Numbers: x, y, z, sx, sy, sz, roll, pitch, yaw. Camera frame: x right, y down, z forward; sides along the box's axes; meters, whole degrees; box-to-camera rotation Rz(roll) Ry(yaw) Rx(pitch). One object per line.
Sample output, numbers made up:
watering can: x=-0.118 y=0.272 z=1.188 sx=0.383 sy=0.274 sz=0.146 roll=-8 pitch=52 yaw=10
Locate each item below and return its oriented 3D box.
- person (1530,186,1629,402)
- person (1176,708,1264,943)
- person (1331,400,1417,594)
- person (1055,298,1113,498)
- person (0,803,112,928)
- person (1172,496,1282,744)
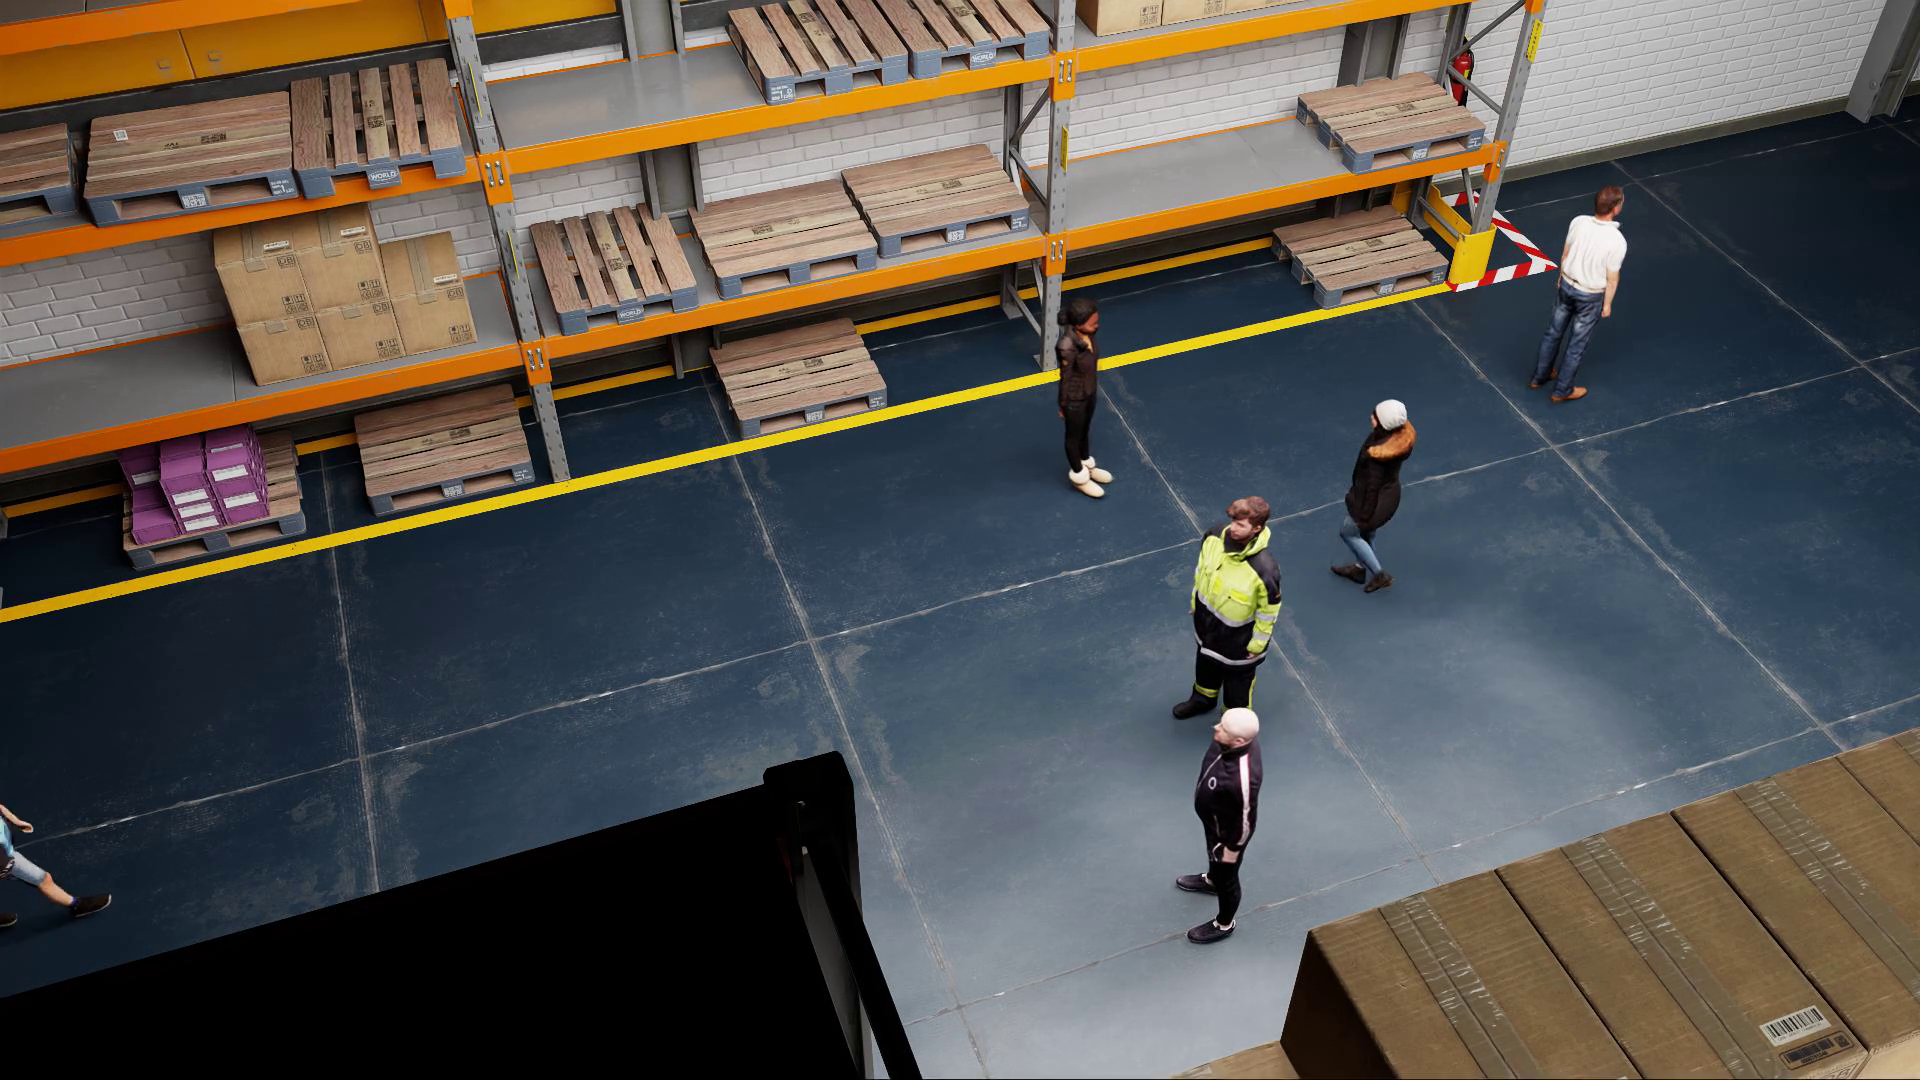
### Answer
person: x=4.773 y=-1.903 z=12.805 sx=0.652 sy=1.856 sz=0.710 roll=-24 pitch=49 yaw=-23
person: x=1.487 y=1.548 z=9.197 sx=0.703 sy=1.836 sz=0.749 roll=-1 pitch=44 yaw=-1
person: x=2.873 y=-0.266 z=11.254 sx=0.858 sy=1.627 sz=0.798 roll=24 pitch=49 yaw=23
person: x=0.857 y=-1.058 z=12.060 sx=0.753 sy=1.660 sz=0.809 roll=-7 pitch=44 yaw=-7
person: x=-5.471 y=1.746 z=9.301 sx=0.987 sy=1.406 sz=0.549 roll=-15 pitch=46 yaw=-15
person: x=1.676 y=0.476 z=10.217 sx=0.778 sy=1.983 sz=0.847 roll=-29 pitch=51 yaw=-27
